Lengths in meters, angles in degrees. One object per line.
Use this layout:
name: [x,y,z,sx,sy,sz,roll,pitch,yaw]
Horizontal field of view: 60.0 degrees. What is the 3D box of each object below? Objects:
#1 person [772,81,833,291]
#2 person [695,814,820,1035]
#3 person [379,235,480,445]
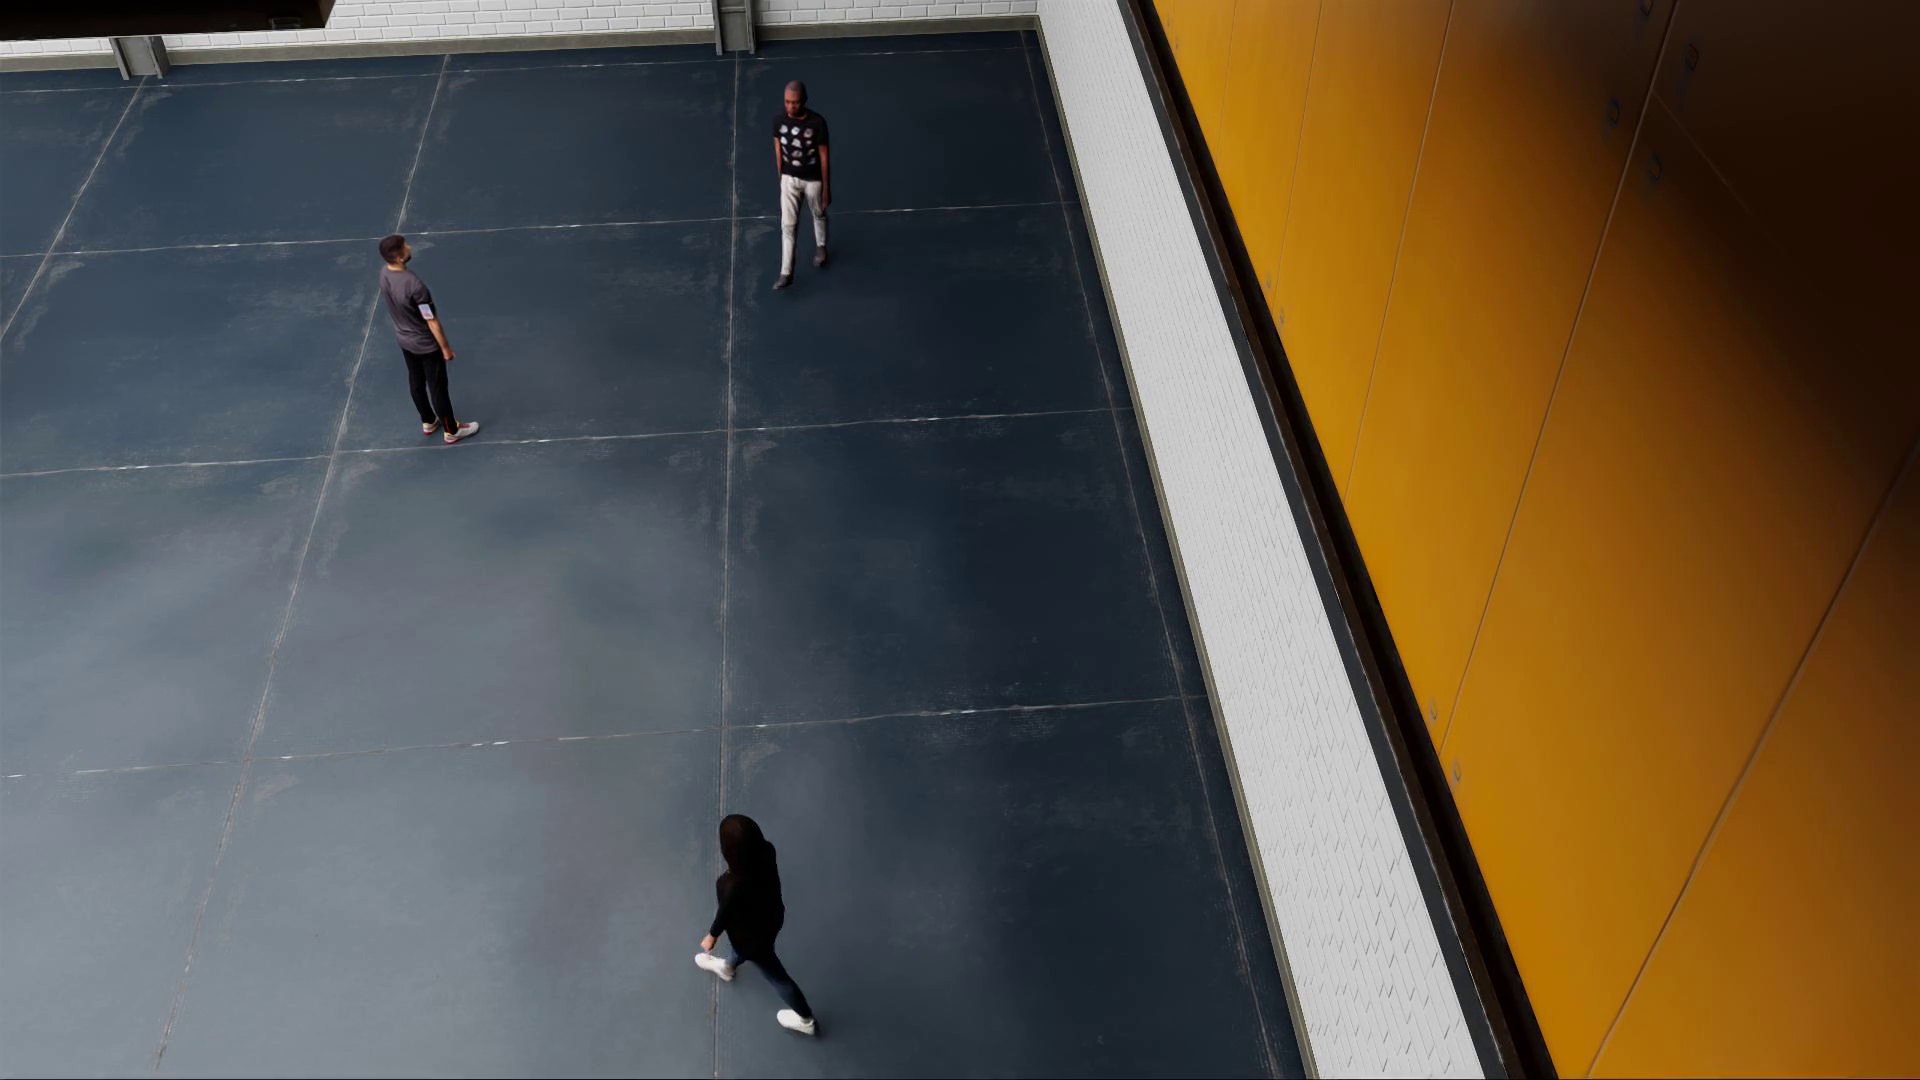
person: [-1.262,-3.047,13.901,1.132,1.767,0.956,7,44,8]
person: [-1.007,2.044,8.673,1.120,1.605,0.880,16,46,16]
person: [-3.984,-1.476,12.253,0.697,1.765,0.776,26,49,25]
